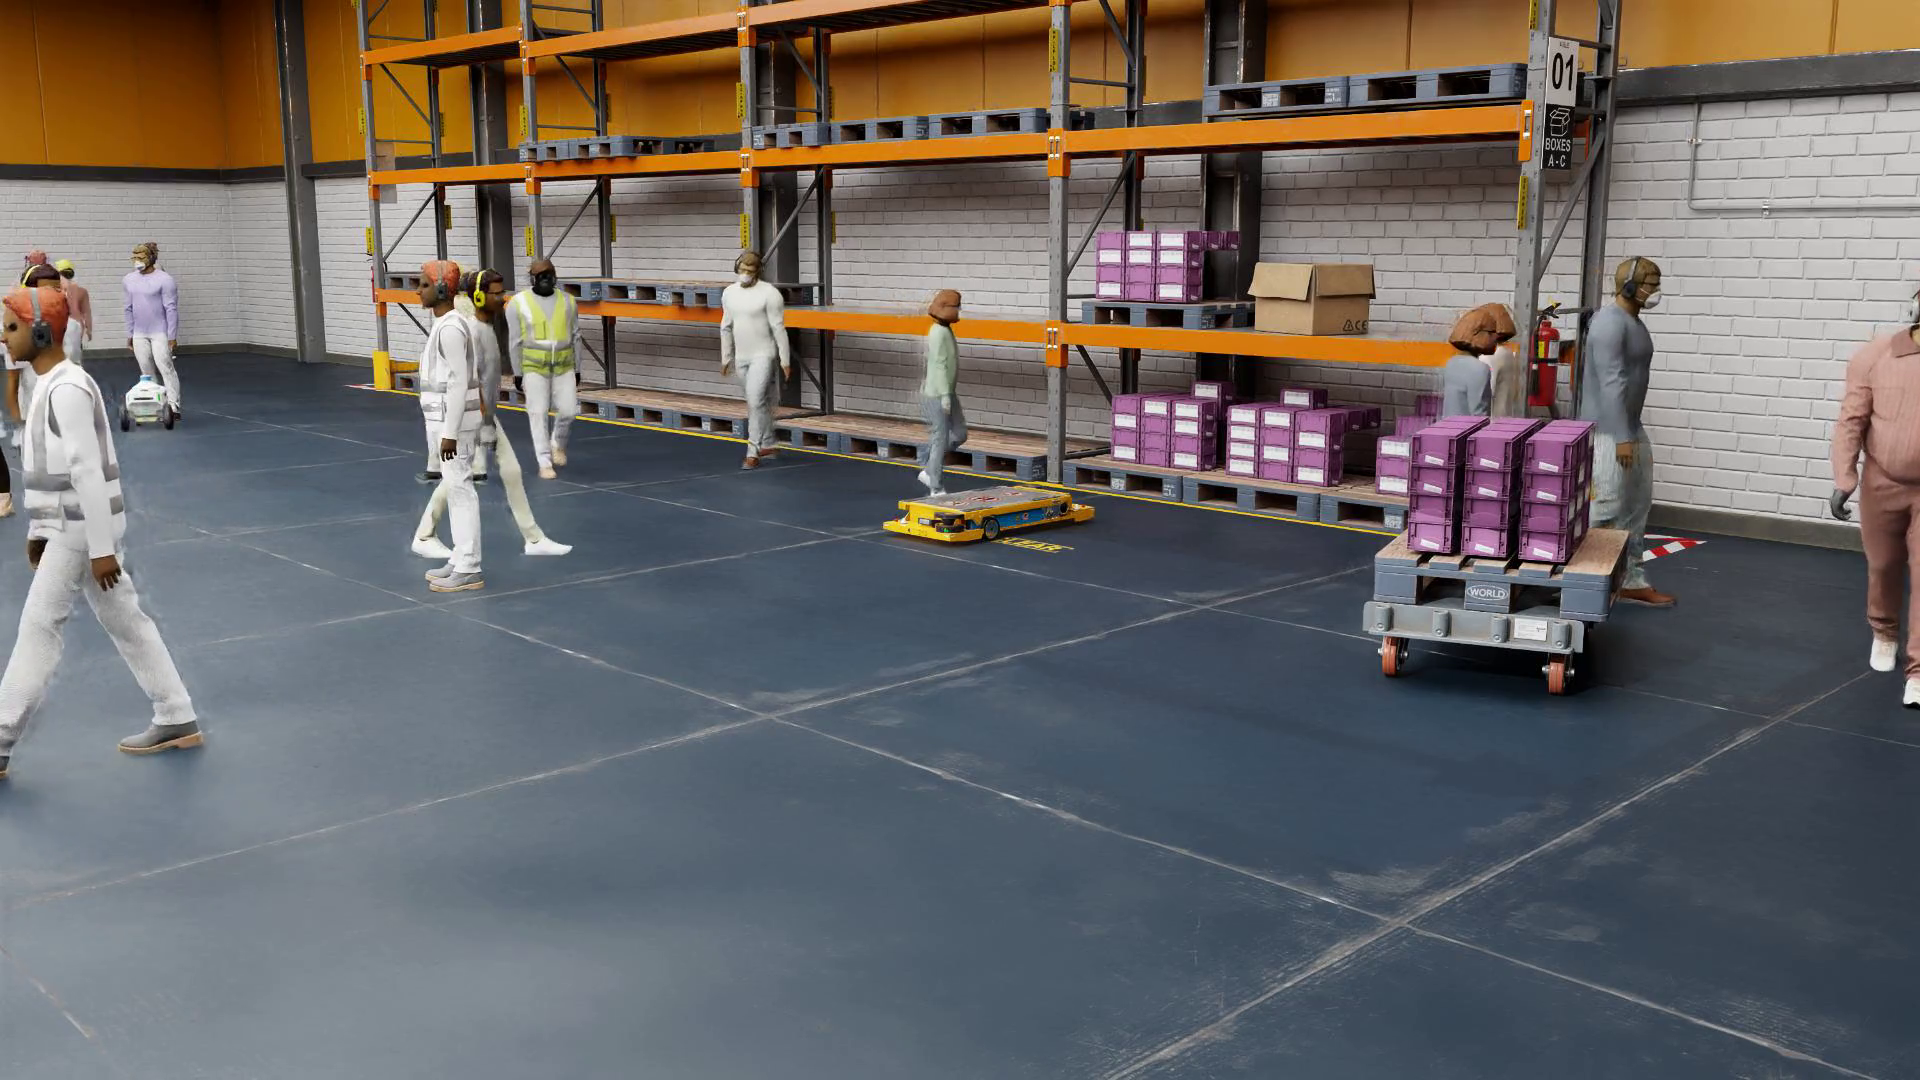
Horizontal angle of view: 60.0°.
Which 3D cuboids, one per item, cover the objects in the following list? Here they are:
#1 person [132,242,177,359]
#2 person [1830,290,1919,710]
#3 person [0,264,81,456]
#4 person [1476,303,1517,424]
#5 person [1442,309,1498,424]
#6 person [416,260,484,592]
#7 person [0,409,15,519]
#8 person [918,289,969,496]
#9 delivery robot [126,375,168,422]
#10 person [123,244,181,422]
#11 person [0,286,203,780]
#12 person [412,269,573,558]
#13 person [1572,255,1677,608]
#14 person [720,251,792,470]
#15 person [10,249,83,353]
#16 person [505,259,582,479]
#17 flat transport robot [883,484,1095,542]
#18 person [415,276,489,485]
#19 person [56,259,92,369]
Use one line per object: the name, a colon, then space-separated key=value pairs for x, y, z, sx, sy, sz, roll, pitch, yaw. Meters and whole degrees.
person: x=-13.148 y=-3.894 z=27.146 sx=0.651 sy=1.906 sz=0.403 roll=5 pitch=12 yaw=27
person: x=4.260 y=-0.249 z=7.417 sx=0.644 sy=1.865 sz=0.977 roll=7 pitch=13 yaw=34
person: x=-5.358 y=-0.689 z=9.805 sx=0.391 sy=1.853 sz=0.534 roll=7 pitch=12 yaw=33
person: x=3.164 y=-0.632 z=10.160 sx=0.540 sy=1.611 sz=0.524 roll=7 pitch=13 yaw=34
person: x=2.884 y=-0.464 z=9.209 sx=0.548 sy=1.614 sz=0.516 roll=-1 pitch=10 yaw=-7
person: x=-2.919 y=-0.649 z=9.517 sx=0.356 sy=1.883 sz=0.574 roll=-4 pitch=11 yaw=-19
person: x=-7.075 y=-0.979 z=11.849 sx=0.536 sy=1.687 sz=0.325 roll=1 pitch=10 yaw=6
person: x=-0.103 y=-1.083 z=12.606 sx=0.341 sy=1.622 sz=0.499 roll=2 pitch=11 yaw=13
delivery robot: x=-8.519 y=-1.483 z=17.428 sx=0.477 sy=0.478 sz=0.707 roll=-4 pitch=11 yaw=-20
person: x=-8.749 y=-2.231 z=18.034 sx=0.622 sy=1.932 sz=0.371 roll=3 pitch=11 yaw=14
person: x=-3.410 y=-0.026 z=6.259 sx=0.980 sy=1.829 sz=0.612 roll=-6 pitch=12 yaw=-29
person: x=-3.012 y=-0.771 z=10.392 sx=0.991 sy=1.815 sz=0.538 roll=0 pitch=10 yaw=1
person: x=3.537 y=-0.580 z=9.042 sx=0.714 sy=1.918 sz=0.641 roll=8 pitch=13 yaw=36
person: x=-1.776 y=-1.580 z=14.599 sx=0.663 sy=1.896 sz=0.744 roll=8 pitch=13 yaw=36
person: x=-9.728 y=-2.135 z=17.659 sx=0.793 sy=1.869 sz=0.653 roll=6 pitch=12 yaw=29
person: x=-3.471 y=-1.435 z=13.951 sx=0.626 sy=1.833 sz=0.490 roll=-6 pitch=12 yaw=-29
flat transport robot: x=0.217 y=-0.201 z=11.467 sx=1.431 sy=0.197 sz=0.652 roll=-10 pitch=14 yaw=-44
person: x=-4.155 y=-1.344 z=13.499 sx=0.696 sy=1.807 sz=0.606 roll=4 pitch=11 yaw=23
person: x=-11.242 y=-2.674 z=21.007 sx=0.915 sy=1.722 sz=0.527 roll=7 pitch=12 yaw=33
